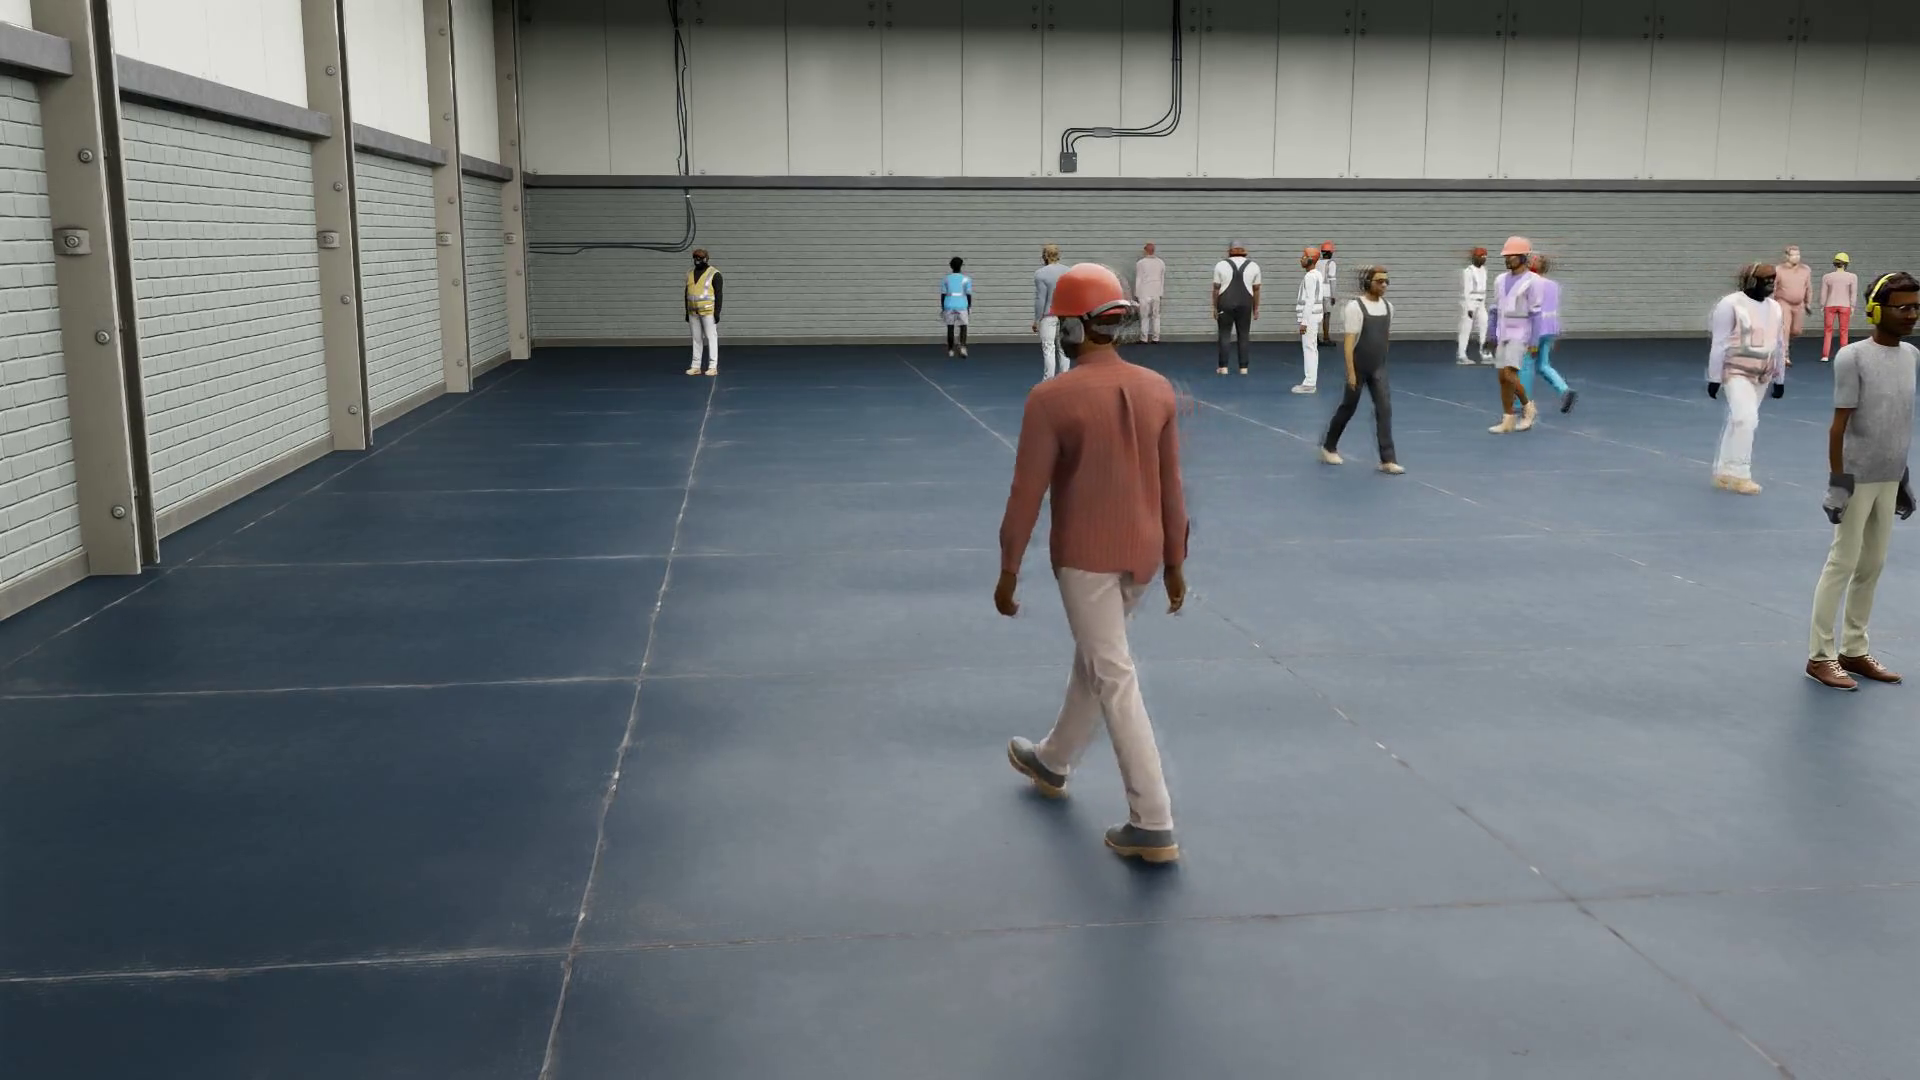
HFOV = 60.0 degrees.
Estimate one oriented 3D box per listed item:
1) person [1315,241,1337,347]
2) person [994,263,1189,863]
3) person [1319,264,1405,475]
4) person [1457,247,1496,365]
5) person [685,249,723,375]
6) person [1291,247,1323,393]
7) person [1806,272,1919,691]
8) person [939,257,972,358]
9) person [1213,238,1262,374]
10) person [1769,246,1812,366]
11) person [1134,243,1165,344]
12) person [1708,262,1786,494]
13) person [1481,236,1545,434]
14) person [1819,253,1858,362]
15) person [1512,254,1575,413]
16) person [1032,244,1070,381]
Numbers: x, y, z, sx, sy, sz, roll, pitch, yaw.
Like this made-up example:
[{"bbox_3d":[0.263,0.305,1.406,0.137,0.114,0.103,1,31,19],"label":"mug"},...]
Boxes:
[{"bbox_3d":[6.744,-4.543,30.758,0.379,1.938,0.547,-7,13,-35],"label":"person"},{"bbox_3d":[0.438,0.048,5.611,0.638,1.934,1.059,-8,13,-36],"label":"person"},{"bbox_3d":[3.508,-1.499,14.475,0.520,1.802,0.987,-5,11,-24],"label":"person"},{"bbox_3d":[8.198,-3.671,26.188,0.621,1.853,0.828,-8,13,-38],"label":"person"},{"bbox_3d":[-3.782,-3.332,24.387,0.619,1.845,0.430,5,12,27],"label":"person"},{"bbox_3d":[4.536,-2.855,21.653,0.355,1.885,0.575,4,11,19],"label":"person"},{"bbox_3d":[4.106,-0.263,7.486,0.532,1.868,0.310,-5,11,-25],"label":"person"},{"bbox_3d":[-0.078,-3.904,27.934,0.559,1.696,0.342,1,10,7],"label":"person"},{"bbox_3d":[4.101,-3.480,24.648,0.703,2.000,0.539,1,10,3],"label":"person"},{"bbox_3d":[13.073,-3.699,26.271,0.664,1.888,0.676,0,10,-2],"label":"person"},{"bbox_3d":[3.546,-4.641,31.384,0.638,1.909,0.407,-6,12,-30],"label":"person"},{"bbox_3d":[6.287,-1.273,13.145,0.651,1.817,0.722,-4,11,-22],"label":"person"},{"bbox_3d":[5.634,-2.076,17.012,0.424,2.029,0.610,-4,11,-22],"label":"person"},{"bbox_3d":[14.163,-3.742,26.850,0.526,1.765,0.329,5,12,28],"label":"person"},{"bbox_3d":[6.621,-2.322,18.899,0.575,1.828,0.737,-7,12,-34],"label":"person"},{"bbox_3d":[1.201,-2.869,21.599,0.627,1.934,0.370,-8,13,-37],"label":"person"}]
